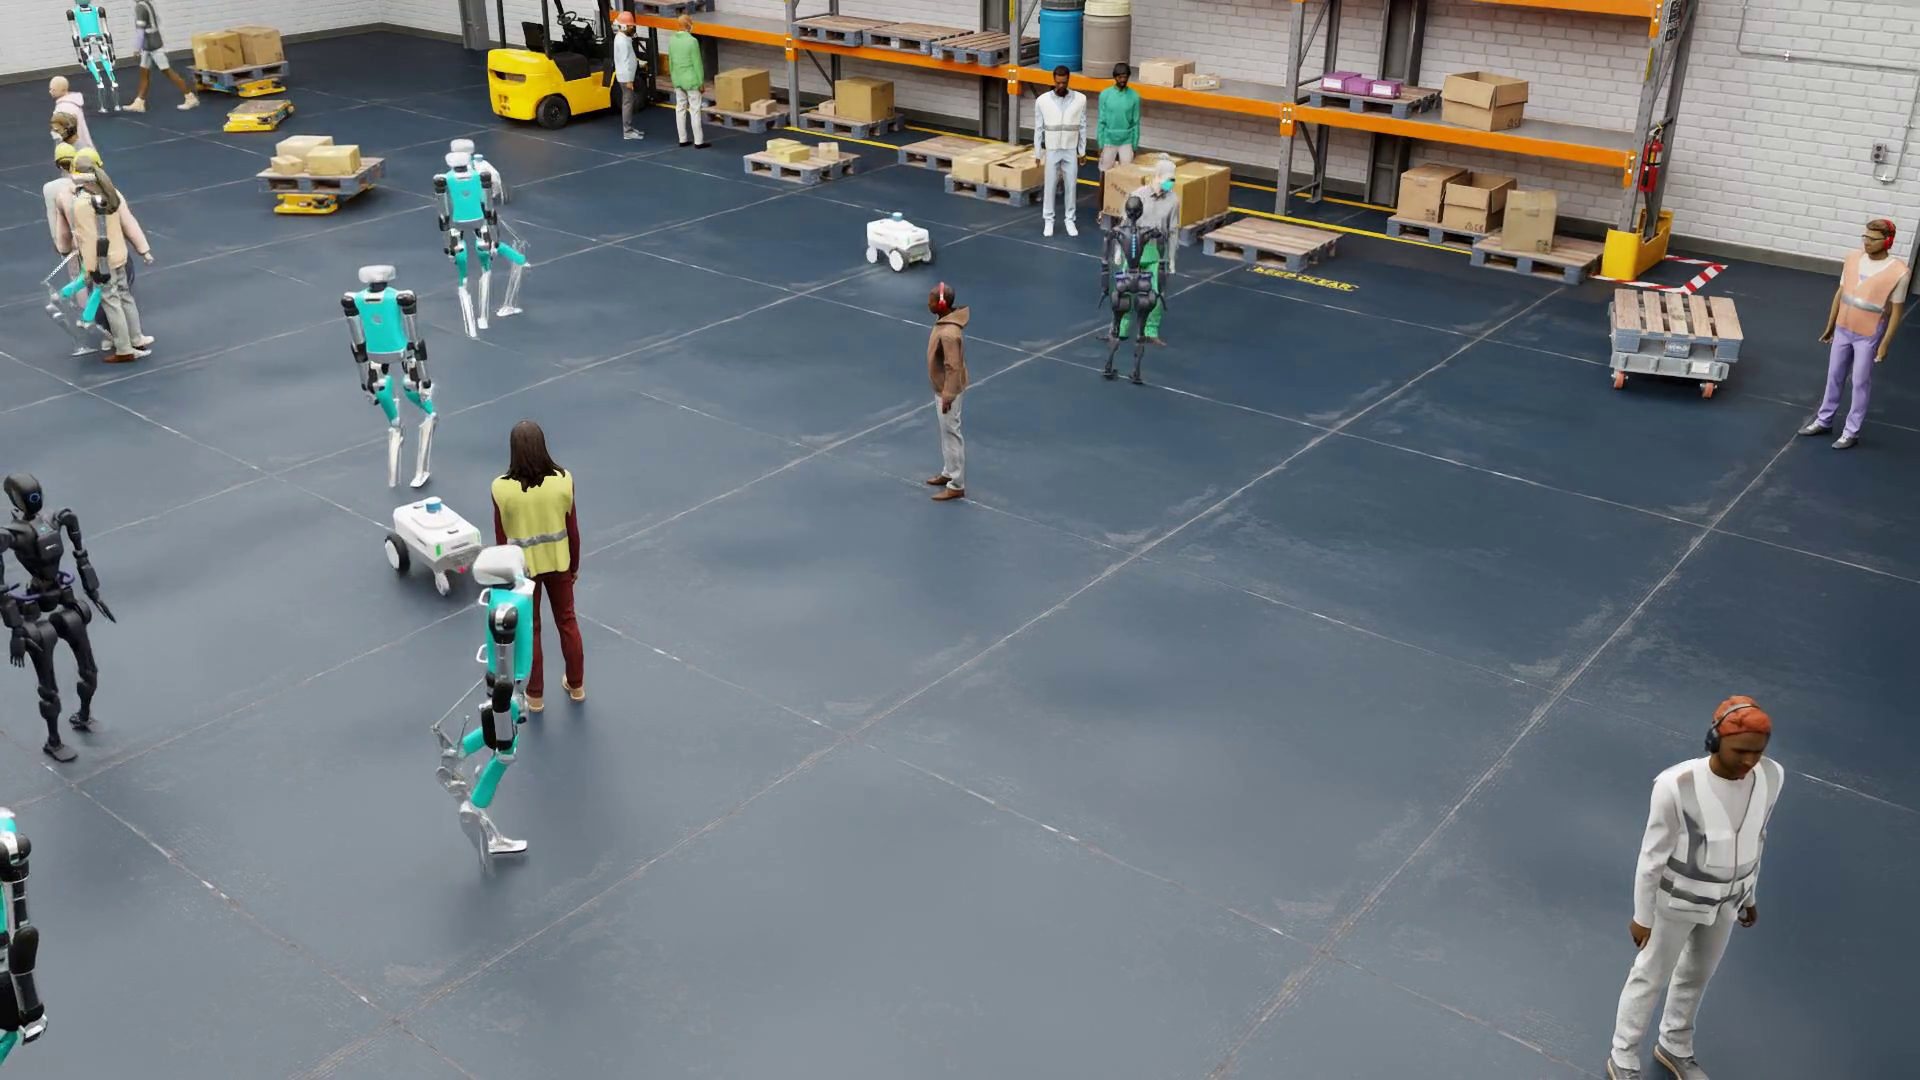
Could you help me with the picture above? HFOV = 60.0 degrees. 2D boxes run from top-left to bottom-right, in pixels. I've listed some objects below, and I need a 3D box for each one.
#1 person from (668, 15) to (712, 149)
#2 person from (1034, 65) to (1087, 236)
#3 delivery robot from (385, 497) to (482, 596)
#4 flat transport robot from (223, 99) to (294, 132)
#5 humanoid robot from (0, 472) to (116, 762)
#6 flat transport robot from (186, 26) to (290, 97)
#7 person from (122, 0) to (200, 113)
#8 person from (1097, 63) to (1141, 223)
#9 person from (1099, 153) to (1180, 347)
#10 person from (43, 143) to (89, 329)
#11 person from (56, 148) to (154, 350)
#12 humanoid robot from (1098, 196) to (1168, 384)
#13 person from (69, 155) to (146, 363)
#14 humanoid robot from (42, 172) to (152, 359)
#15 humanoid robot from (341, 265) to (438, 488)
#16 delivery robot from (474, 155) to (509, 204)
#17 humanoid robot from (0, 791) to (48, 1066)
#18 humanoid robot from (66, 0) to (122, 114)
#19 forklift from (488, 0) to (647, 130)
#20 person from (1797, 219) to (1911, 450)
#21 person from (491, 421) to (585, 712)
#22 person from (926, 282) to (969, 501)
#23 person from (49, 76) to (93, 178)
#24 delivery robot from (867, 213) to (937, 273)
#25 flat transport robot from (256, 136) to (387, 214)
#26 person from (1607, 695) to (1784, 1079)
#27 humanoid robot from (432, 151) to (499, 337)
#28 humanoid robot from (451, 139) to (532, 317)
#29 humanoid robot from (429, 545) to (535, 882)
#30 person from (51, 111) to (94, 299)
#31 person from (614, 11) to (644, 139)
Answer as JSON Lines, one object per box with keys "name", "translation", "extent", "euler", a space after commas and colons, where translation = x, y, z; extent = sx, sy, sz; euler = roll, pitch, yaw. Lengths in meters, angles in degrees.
{"name": "person", "translation": [-3.733, -6.284, 22.847], "extent": [0.537, 1.782, 0.386], "euler": [14, 29, 27]}
{"name": "person", "translation": [1.131, -4.400, 18.804], "extent": [0.595, 1.908, 0.408], "euler": [-3, 26, -6]}
{"name": "delivery robot", "translation": [-3.536, 0.003, 11.254], "extent": [0.499, 0.611, 0.814], "euler": [-21, 33, -36]}
{"name": "flat transport robot", "translation": [-10.350, -6.273, 24.561], "extent": [0.659, 0.231, 1.431], "euler": [-3, 26, -6]}
{"name": "humanoid robot", "translation": [-5.006, 0.402, 9.146], "extent": [0.376, 1.677, 0.598], "euler": [12, 28, 23]}
{"name": "flat transport robot", "translation": [-11.576, -7.325, 26.740], "extent": [1.431, 0.231, 0.659], "euler": [16, 30, 30]}
{"name": "person", "translation": [-12.177, -7.449, 25.043], "extent": [1.086, 1.974, 0.635], "euler": [-11, 28, -21]}
{"name": "person", "translation": [1.835, -4.604, 19.301], "extent": [0.501, 1.843, 0.395], "euler": [1, 26, 2]}
{"name": "person", "translation": [1.648, -2.656, 15.293], "extent": [0.707, 1.830, 0.361], "euler": [1, 26, 2]}
{"name": "person", "translation": [-8.362, -2.894, 15.862], "extent": [0.530, 1.753, 0.341], "euler": [-20, 32, -35]}
{"name": "person", "translation": [-7.842, -2.638, 15.211], "extent": [0.824, 1.859, 0.434], "euler": [-1, 26, -1]}
{"name": "humanoid robot", "translation": [1.508, -2.185, 14.467], "extent": [0.610, 1.646, 0.394], "euler": [0, 26, 1]}
{"name": "person", "translation": [-7.661, -2.517, 14.939], "extent": [0.417, 1.875, 0.566], "euler": [1, 26, 2]}
{"name": "humanoid robot", "translation": [-7.886, -2.370, 14.821], "extent": [0.882, 1.788, 0.540], "euler": [-21, 33, -36]}
{"name": "humanoid robot", "translation": [-4.170, -1.226, 12.428], "extent": [0.546, 1.811, 0.664], "euler": [0, 26, 0]}
{"name": "delivery robot", "translation": [-5.857, -4.402, 20.355], "extent": [0.499, 0.592, 0.791], "euler": [-12, 28, -24]}
{"name": "humanoid robot", "translation": [-3.792, 1.829, 6.201], "extent": [0.552, 1.849, 0.887], "euler": [15, 30, 28]}
{"name": "humanoid robot", "translation": [-12.709, -7.136, 24.508], "extent": [0.533, 1.677, 0.735], "euler": [-16, 30, -30]}
{"name": "forklift", "translation": [-5.874, -7.334, 24.552], "extent": [1.214, 2.155, 2.313], "euler": [19, 32, 34]}
{"name": "person", "translation": [7.109, -1.631, 13.134], "extent": [0.374, 1.843, 0.569], "euler": [-11, 28, -22]}
{"name": "person", "translation": [-2.392, 0.164, 9.517], "extent": [0.465, 1.765, 0.378], "euler": [-13, 29, -24]}
{"name": "person", "translation": [-0.085, -1.099, 12.251], "extent": [0.310, 1.651, 0.470], "euler": [-3, 26, -5]}
{"name": "person", "translation": [-10.104, -4.405, 18.982], "extent": [0.653, 1.758, 0.544], "euler": [-8, 27, -16]}
{"name": "delivery robot", "translation": [-0.654, -3.208, 17.885], "extent": [0.499, 0.594, 0.782], "euler": [-23, 34, -39]}
{"name": "flat transport robot", "translation": [-7.781, -4.259, 20.390], "extent": [0.659, 0.231, 1.431], "euler": [2, 26, 4]}
{"name": "person", "translation": [2.965, 1.458, 6.694], "extent": [0.583, 1.882, 0.346], "euler": [-7, 27, -15]}
{"name": "humanoid robot", "translation": [-4.663, -2.823, 15.747], "extent": [0.545, 1.794, 0.751], "euler": [-11, 28, -22]}
{"name": "humanoid robot", "translation": [-4.476, -2.999, 16.140], "extent": [0.744, 1.818, 0.533], "euler": [-14, 29, -27]}
{"name": "humanoid robot", "translation": [-2.366, 0.916, 8.119], "extent": [0.726, 1.901, 0.539], "euler": [-2, 26, -5]}
{"name": "person", "translation": [-8.604, -3.265, 16.424], "extent": [0.628, 1.932, 0.361], "euler": [23, 34, 39]}
{"name": "person", "translation": [-4.669, -6.543, 23.429], "extent": [0.352, 1.740, 0.571], "euler": [-6, 26, -12]}
